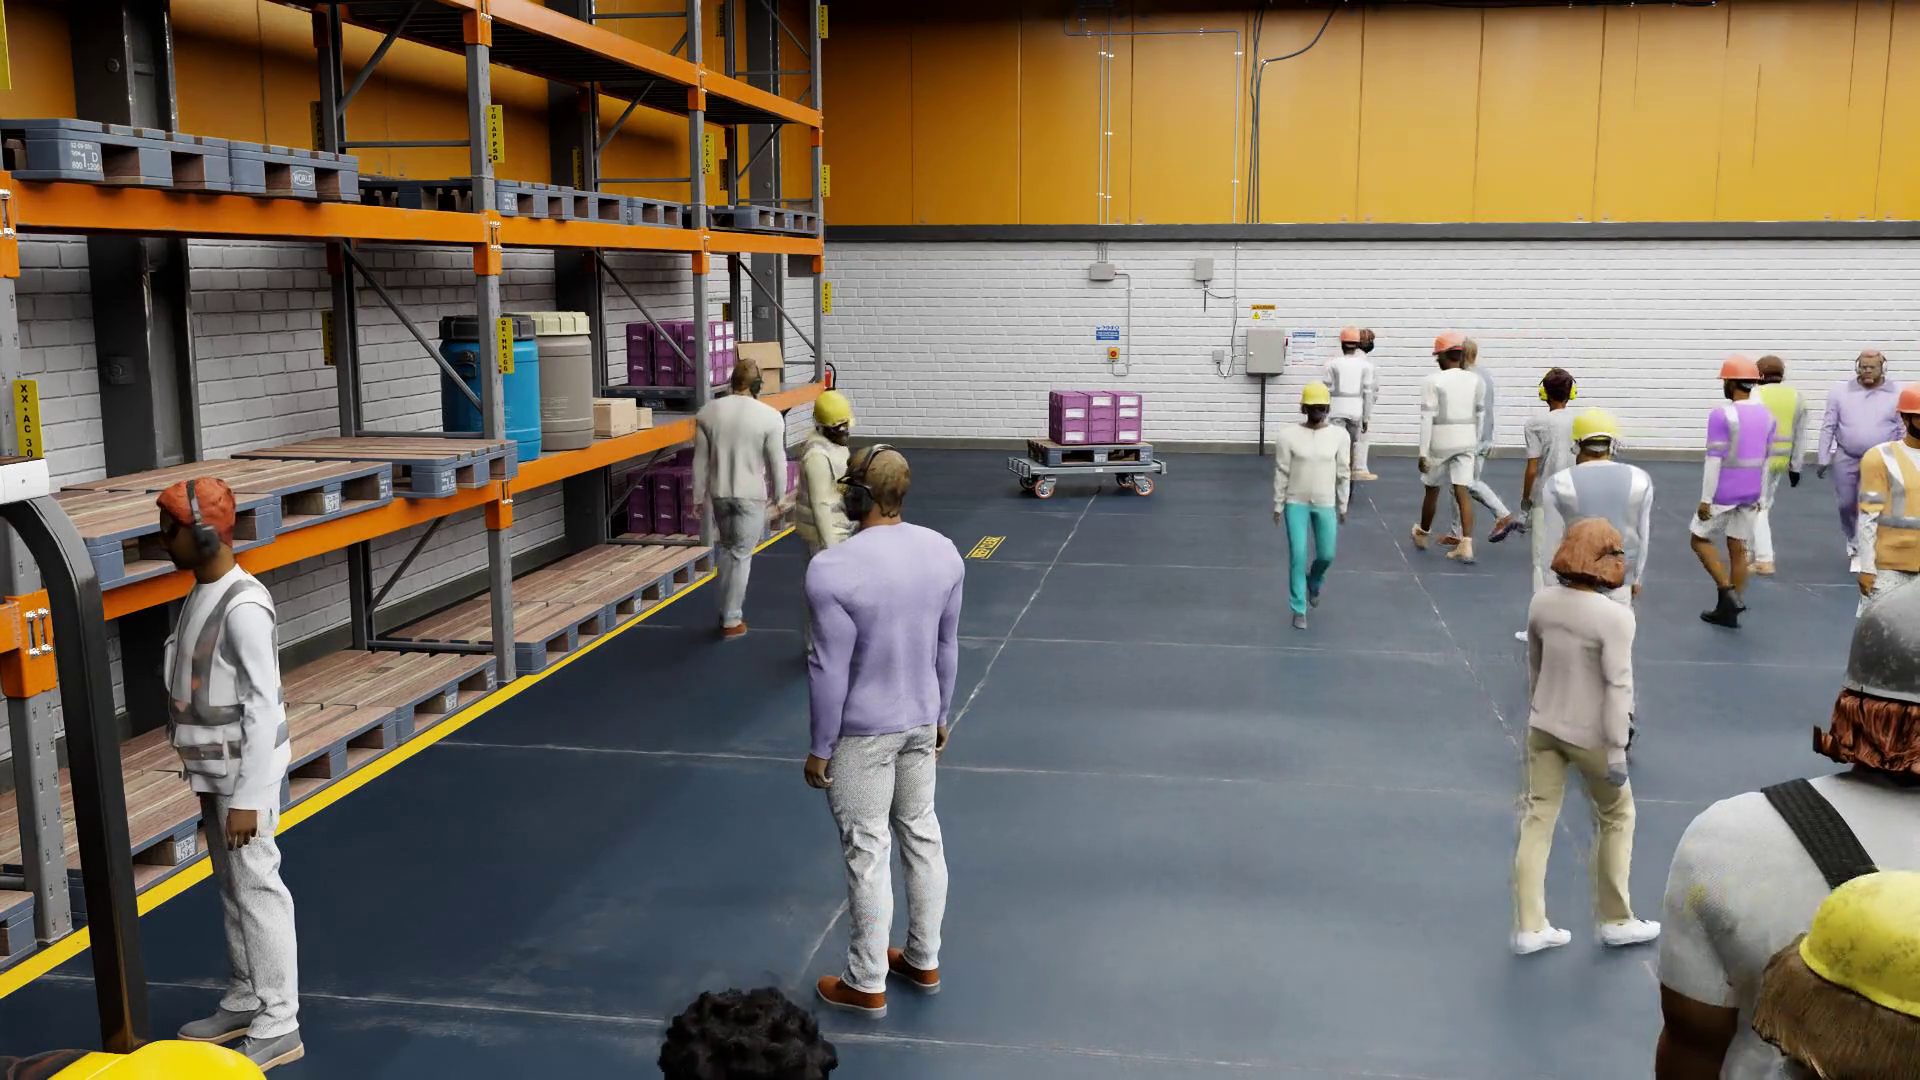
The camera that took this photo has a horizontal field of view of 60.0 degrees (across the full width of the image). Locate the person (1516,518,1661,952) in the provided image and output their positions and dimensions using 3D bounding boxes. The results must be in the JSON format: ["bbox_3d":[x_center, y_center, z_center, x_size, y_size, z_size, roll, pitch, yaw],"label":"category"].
[{"bbox_3d":[2.348,0.714,6.129,0.669,1.608,0.524,-5,10,-26],"label":"person"}]

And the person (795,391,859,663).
[{"bbox_3d":[-0.811,-0.054,10.403,0.407,1.785,0.747,0,9,1],"label":"person"}]

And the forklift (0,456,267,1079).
[{"bbox_3d":[-2.328,0.975,2.765,2.313,2.155,1.214,1,9,9],"label":"forklift"}]

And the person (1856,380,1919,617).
[{"bbox_3d":[5.047,0.113,8.865,0.542,1.939,0.365,-2,9,-9],"label":"person"}]

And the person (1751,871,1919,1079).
[{"bbox_3d":[1.269,1.291,2.265,0.599,1.724,0.493,7,12,38],"label":"person"}]

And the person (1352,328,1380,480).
[{"bbox_3d":[4.741,-1.613,19.881,0.518,1.829,0.626,0,9,-1],"label":"person"}]

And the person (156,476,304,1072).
[{"bbox_3d":[-2.286,0.733,5.203,0.353,1.886,0.572,-7,11,-36],"label":"person"}]

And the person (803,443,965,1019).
[{"bbox_3d":[-0.268,0.639,5.623,0.630,1.940,0.372,-9,13,-43],"label":"person"}]

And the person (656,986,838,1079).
[{"bbox_3d":[-0.281,1.347,2.152,0.541,1.642,0.912,-1,9,-5],"label":"person"}]

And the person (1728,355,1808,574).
[{"bbox_3d":[6.669,-0.636,13.910,0.627,1.808,0.842,-2,9,-9],"label":"person"}]

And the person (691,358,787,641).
[{"bbox_3d":[-1.475,-0.281,11.378,0.643,1.911,0.666,3,10,17],"label":"person"}]

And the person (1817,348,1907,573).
[{"bbox_3d":[7.648,-0.695,14.096,0.655,1.877,0.875,6,11,34],"label":"person"}]

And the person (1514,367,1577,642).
[{"bbox_3d":[3.978,-0.223,11.169,0.516,1.865,0.325,-2,9,-11],"label":"person"}]

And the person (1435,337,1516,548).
[{"bbox_3d":[4.659,-0.857,14.930,0.622,1.912,0.664,8,12,41],"label":"person"}]

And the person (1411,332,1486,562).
[{"bbox_3d":[4.270,-0.820,14.541,0.672,1.971,1.090,-2,9,-11],"label":"person"}]

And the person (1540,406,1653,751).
[{"bbox_3d":[3.369,0.194,8.818,0.580,1.802,0.881,1,9,7],"label":"person"}]

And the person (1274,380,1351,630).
[{"bbox_3d":[2.483,-0.266,11.802,0.533,1.755,0.568,0,9,3],"label":"person"}]

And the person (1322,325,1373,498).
[{"bbox_3d":[4.254,-1.395,18.254,0.544,1.913,0.850,0,9,-2],"label":"person"}]

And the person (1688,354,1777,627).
[{"bbox_3d":[5.402,-0.336,11.662,0.565,1.927,0.394,-3,10,-19],"label":"person"}]
